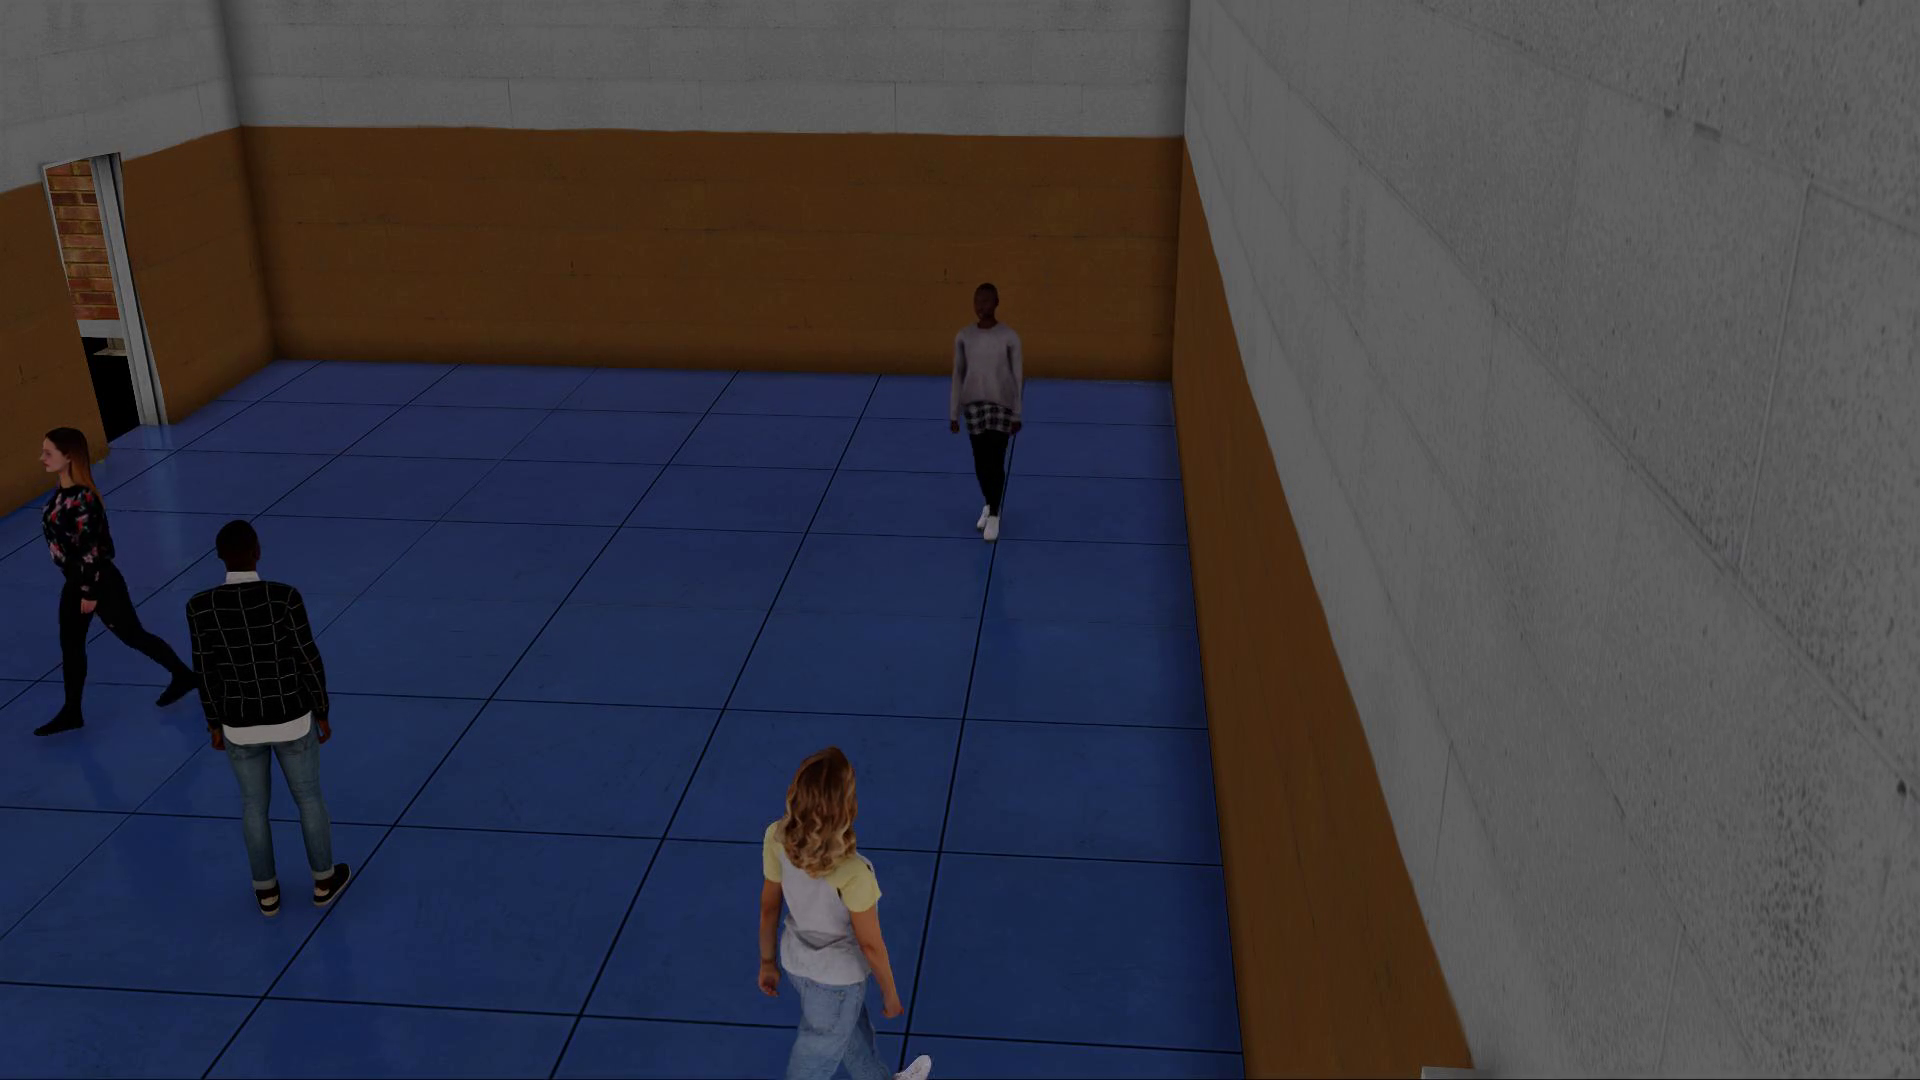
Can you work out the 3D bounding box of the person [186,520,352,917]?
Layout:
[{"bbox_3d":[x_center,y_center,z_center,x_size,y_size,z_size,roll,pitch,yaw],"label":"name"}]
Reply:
[{"bbox_3d":[-2.993,0.772,7.176,0.626,1.821,0.790,-6,23,-14],"label":"person"}]

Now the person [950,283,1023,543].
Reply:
[{"bbox_3d":[0.224,-0.916,11.467,0.764,1.755,0.791,7,23,17],"label":"person"}]

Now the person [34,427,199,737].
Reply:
[{"bbox_3d":[-4.497,0.209,8.813,1.080,1.646,1.065,-20,29,-40],"label":"person"}]

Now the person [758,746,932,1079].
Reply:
[{"bbox_3d":[-0.512,1.515,5.495,1.118,1.680,1.109,19,29,39],"label":"person"}]
